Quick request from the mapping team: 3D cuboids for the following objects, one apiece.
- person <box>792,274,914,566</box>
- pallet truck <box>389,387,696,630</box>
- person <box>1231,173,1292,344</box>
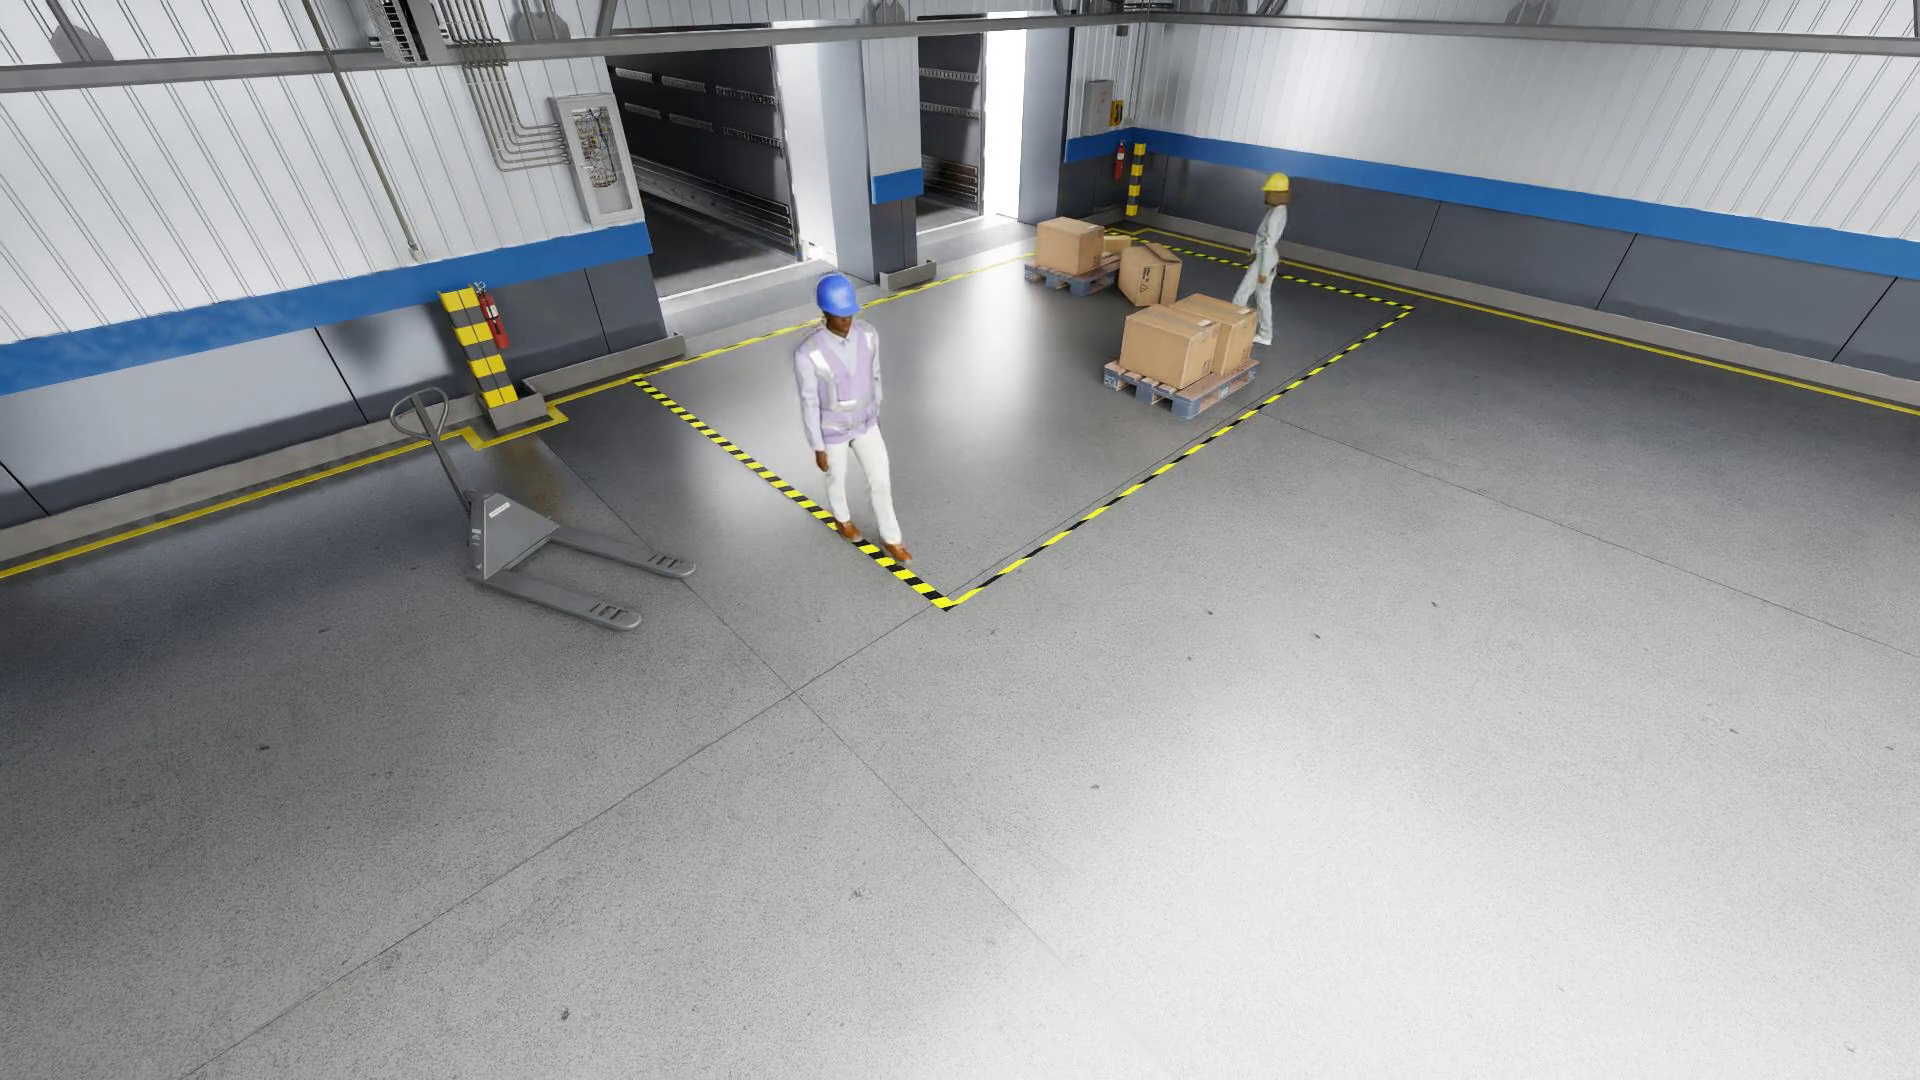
[{"bbox_3d":[-0.657,-0.674,4.586,0.632,1.915,0.806,-26,44,-29],"label":"person"},{"bbox_3d":[-2.613,-0.247,4.593,1.601,1.201,0.680,14,40,17],"label":"pallet truck"},{"bbox_3d":[3.067,-2.890,7.626,0.710,1.712,0.502,19,42,23],"label":"person"}]
